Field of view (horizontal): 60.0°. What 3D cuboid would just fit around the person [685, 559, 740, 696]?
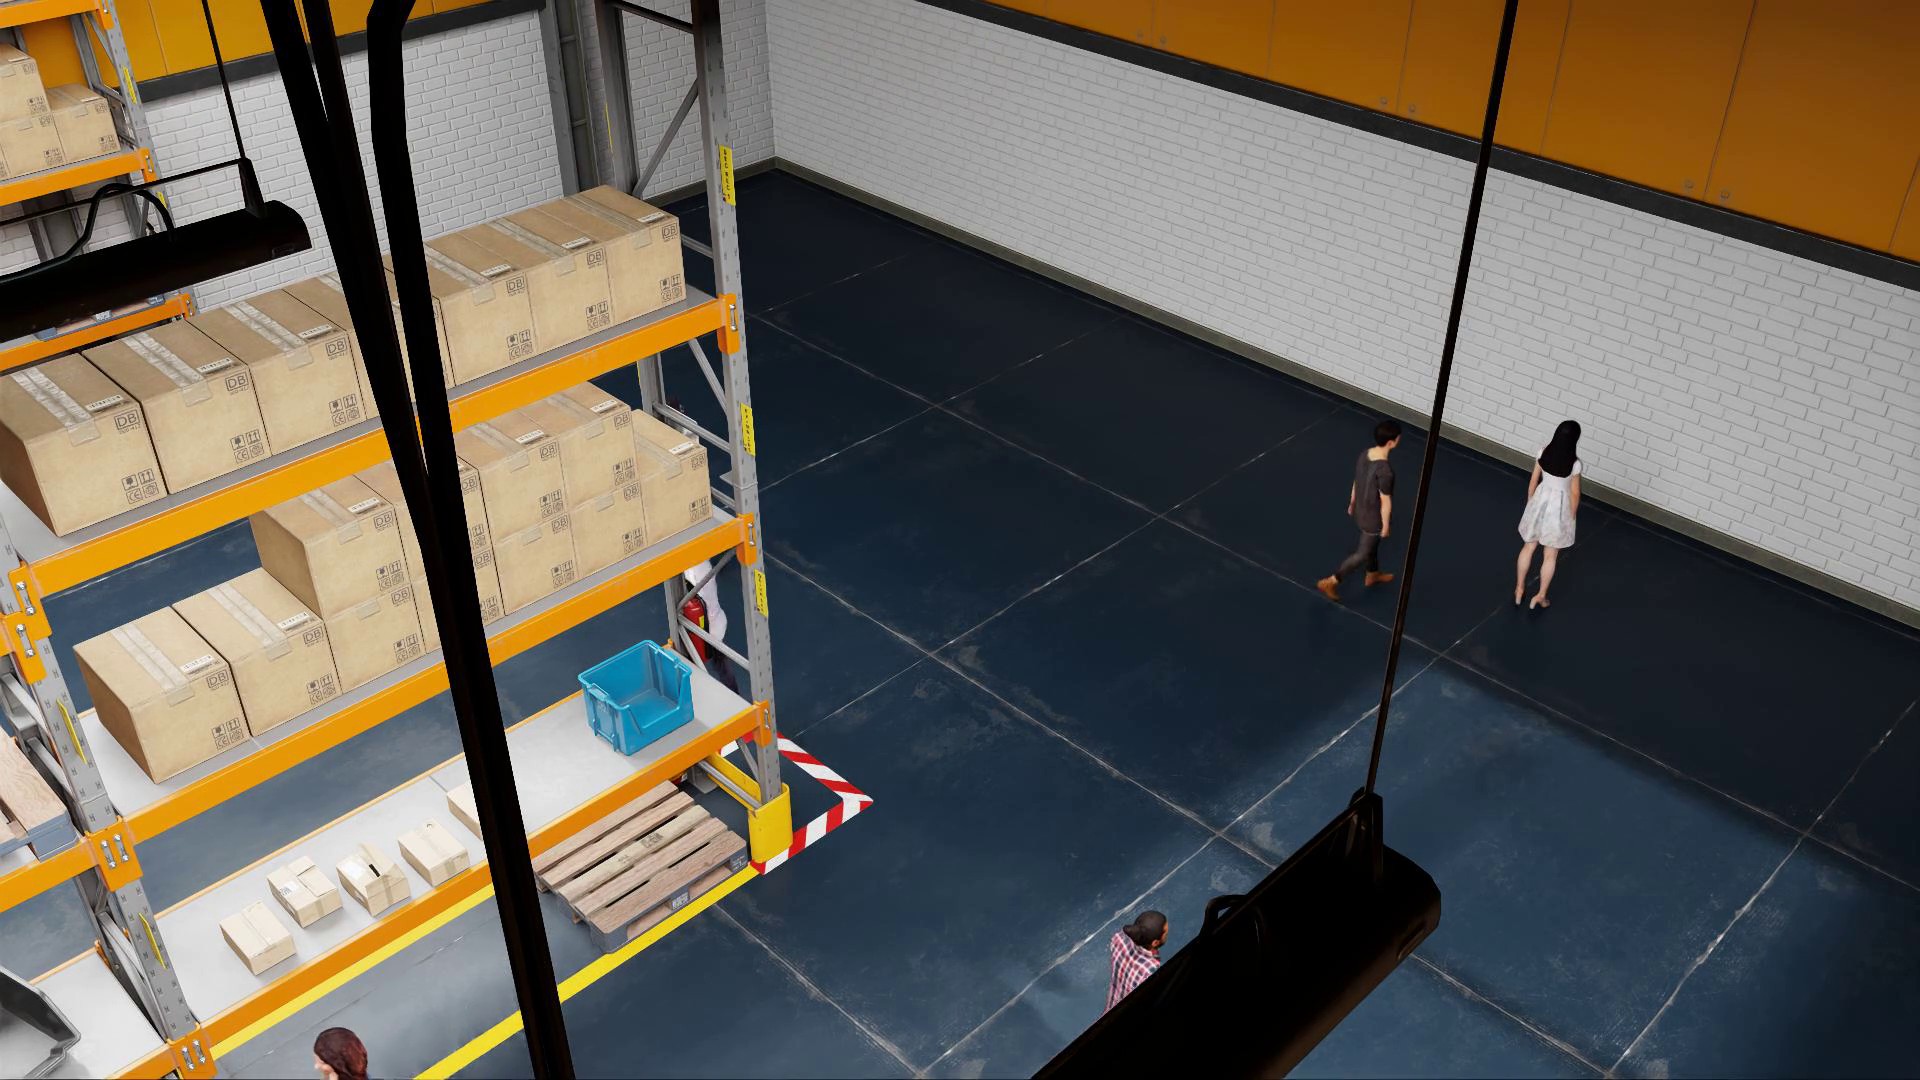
[{"bbox_3d":[-1.849,0.695,12.524,0.920,1.812,0.856,4,34,5],"label":"person"}]

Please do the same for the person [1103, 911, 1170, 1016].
[{"bbox_3d":[0.932,2.790,9.436,0.807,1.741,0.736,-23,40,-30],"label":"person"}]

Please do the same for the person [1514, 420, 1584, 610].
[{"bbox_3d":[4.935,-0.216,13.930,0.649,1.773,0.632,27,42,34],"label":"person"}]

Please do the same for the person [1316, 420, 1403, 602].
[{"bbox_3d":[3.400,-0.232,14.024,1.141,1.696,0.942,-9,35,-13],"label":"person"}]

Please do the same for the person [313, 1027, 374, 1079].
[{"bbox_3d":[-3.045,3.181,8.828,0.646,1.764,1.048,28,43,35],"label":"person"}]
